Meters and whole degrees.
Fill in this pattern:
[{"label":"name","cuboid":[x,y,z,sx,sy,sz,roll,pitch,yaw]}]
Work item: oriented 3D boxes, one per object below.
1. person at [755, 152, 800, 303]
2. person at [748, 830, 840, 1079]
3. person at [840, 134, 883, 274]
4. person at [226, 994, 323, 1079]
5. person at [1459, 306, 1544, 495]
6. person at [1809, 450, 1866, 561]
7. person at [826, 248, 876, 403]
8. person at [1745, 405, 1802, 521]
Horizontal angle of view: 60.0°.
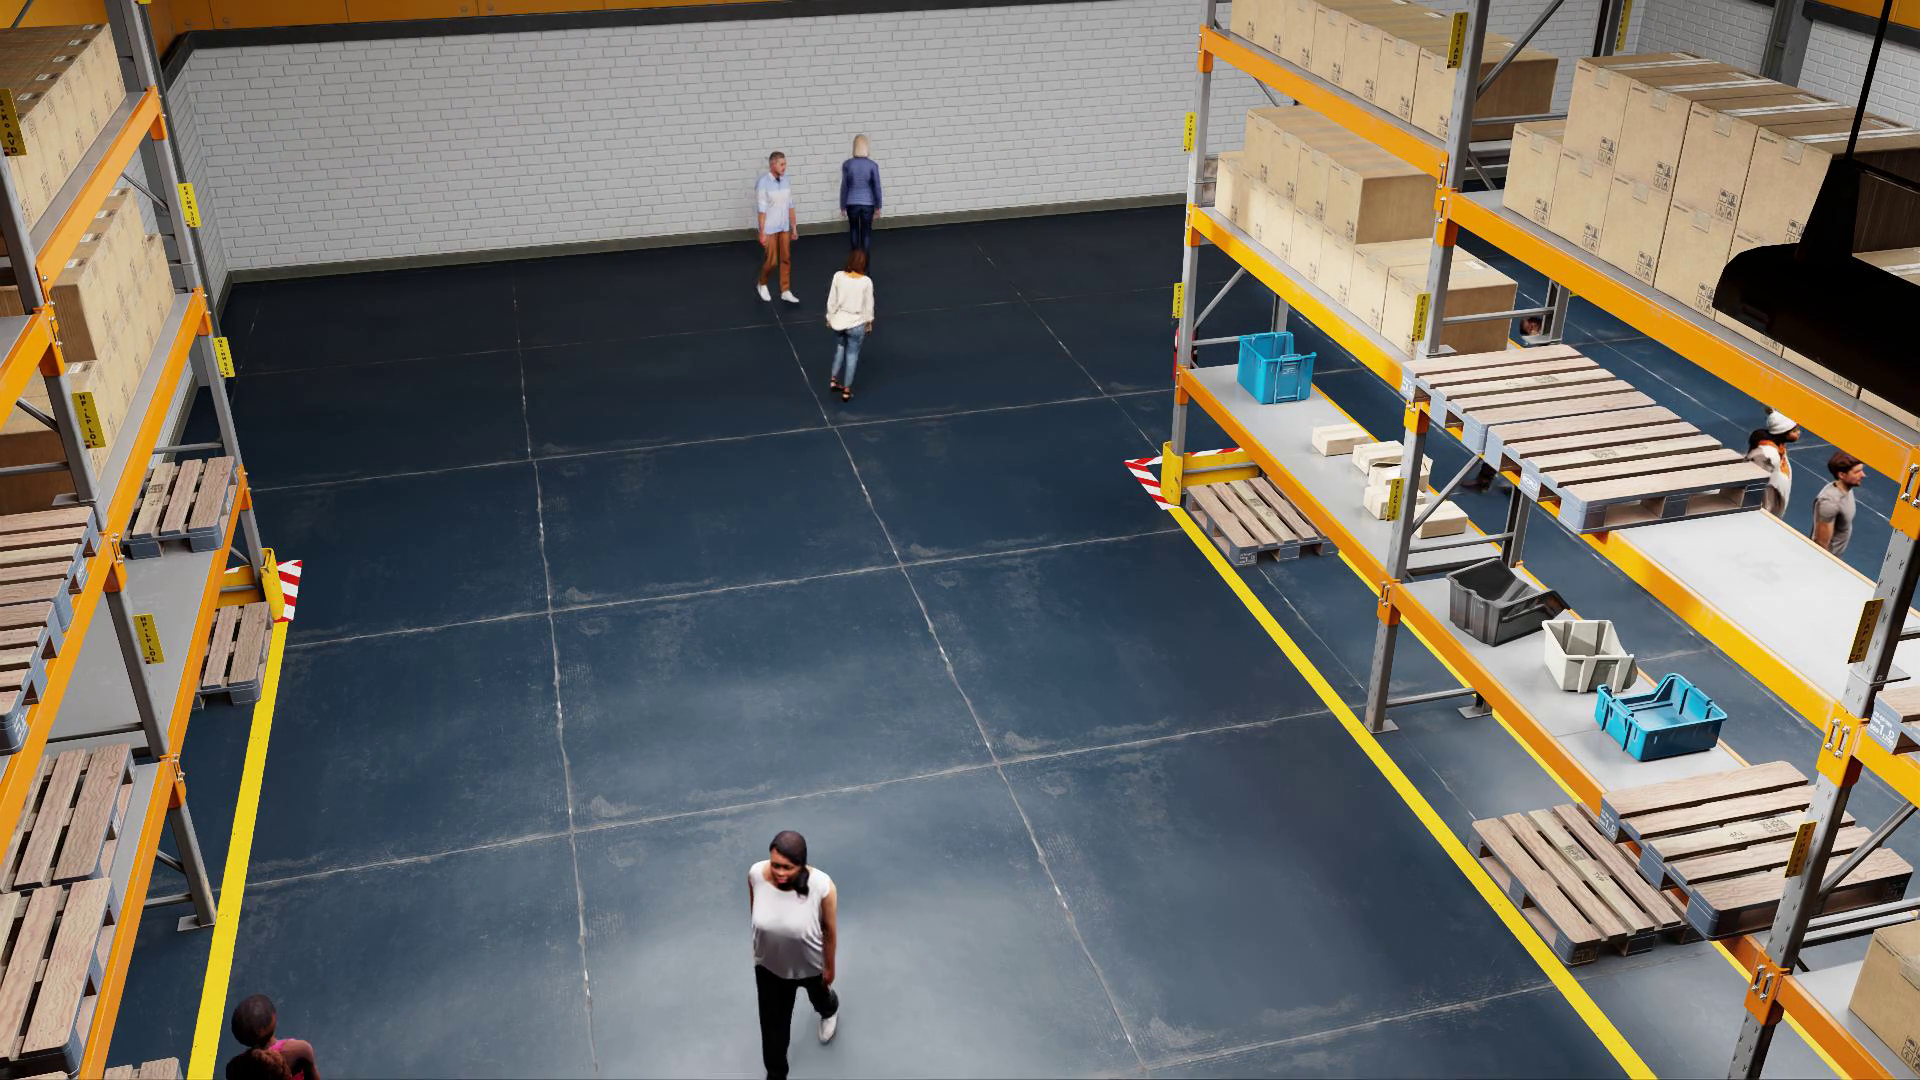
[{"label":"person","cuboid":[-2.244,-3.744,19.881,0.953,1.811,0.896,25,37,38]},{"label":"person","cuboid":[-0.875,2.237,9.084,0.980,1.651,1.198,6,29,10]},{"label":"person","cuboid":[-1.256,-4.142,20.710,0.853,1.717,0.987,4,29,7]},{"label":"person","cuboid":[-3.150,2.882,7.853,0.559,1.697,1.068,-7,29,-13]},{"label":"person","cuboid":[5.238,-1.215,15.214,1.095,1.841,1.044,14,32,24]},{"label":"person","cuboid":[6.516,0.170,12.617,0.772,1.896,0.737,20,34,32]},{"label":"person","cuboid":[-1.175,-2.219,17.247,0.764,1.656,0.779,2,29,4]},{"label":"person","cuboid":[6.300,-0.271,13.461,1.136,1.863,1.101,14,32,24]}]
